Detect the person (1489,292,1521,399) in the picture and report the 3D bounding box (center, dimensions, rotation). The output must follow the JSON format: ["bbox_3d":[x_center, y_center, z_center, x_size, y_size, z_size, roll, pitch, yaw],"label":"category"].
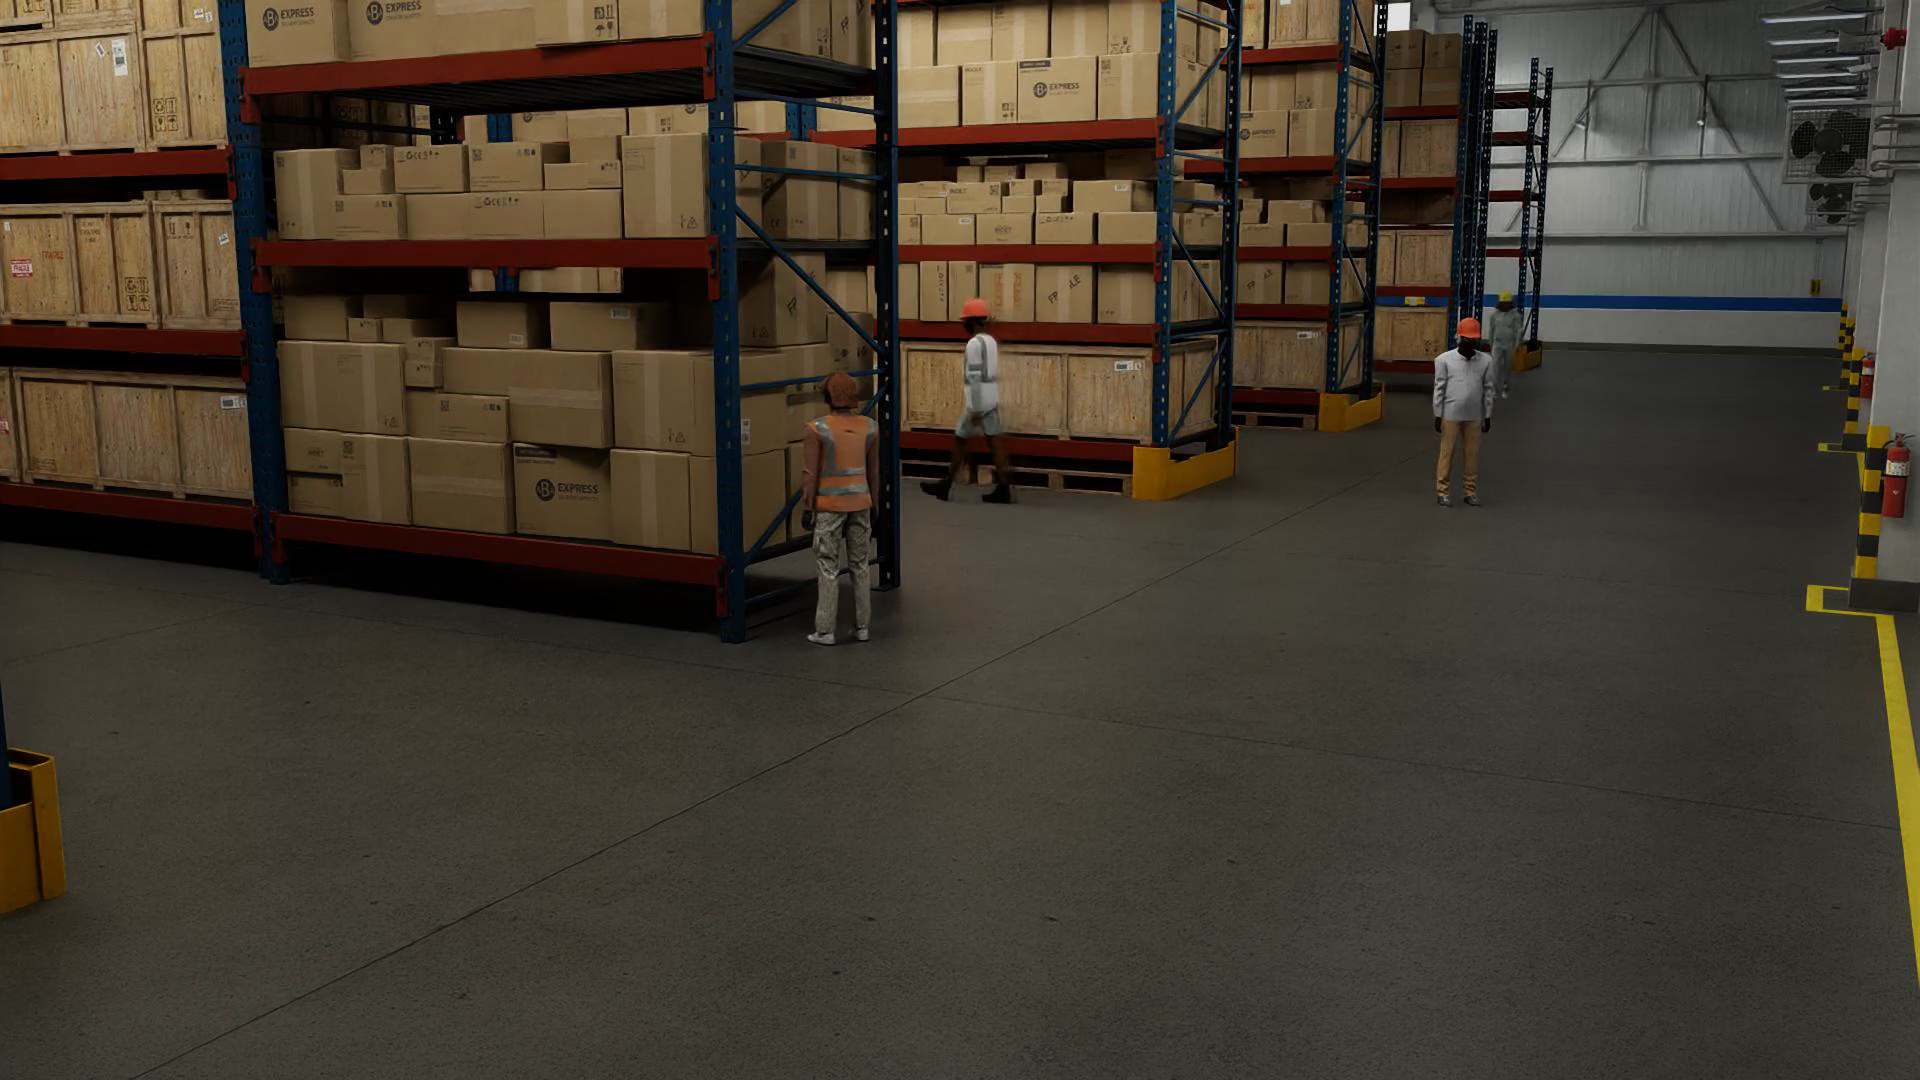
[{"bbox_3d":[8.672,-3.090,26.544,0.506,1.694,0.893,5,11,26],"label":"person"}]

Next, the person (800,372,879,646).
[{"bbox_3d":[-0.704,-0.180,9.905,0.523,1.632,0.314,-6,12,-33],"label":"person"}]

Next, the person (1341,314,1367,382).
[{"bbox_3d":[5.646,-2.784,24.500,1.006,1.785,0.620,6,11,29],"label":"person"}]

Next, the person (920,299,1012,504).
[{"bbox_3d":[0.084,-1.291,15.554,0.950,1.889,0.574,5,11,25],"label":"person"}]

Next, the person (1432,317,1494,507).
[{"bbox_3d":[4.629,-1.169,15.291,0.565,1.745,0.349,-1,10,-3],"label":"person"}]
